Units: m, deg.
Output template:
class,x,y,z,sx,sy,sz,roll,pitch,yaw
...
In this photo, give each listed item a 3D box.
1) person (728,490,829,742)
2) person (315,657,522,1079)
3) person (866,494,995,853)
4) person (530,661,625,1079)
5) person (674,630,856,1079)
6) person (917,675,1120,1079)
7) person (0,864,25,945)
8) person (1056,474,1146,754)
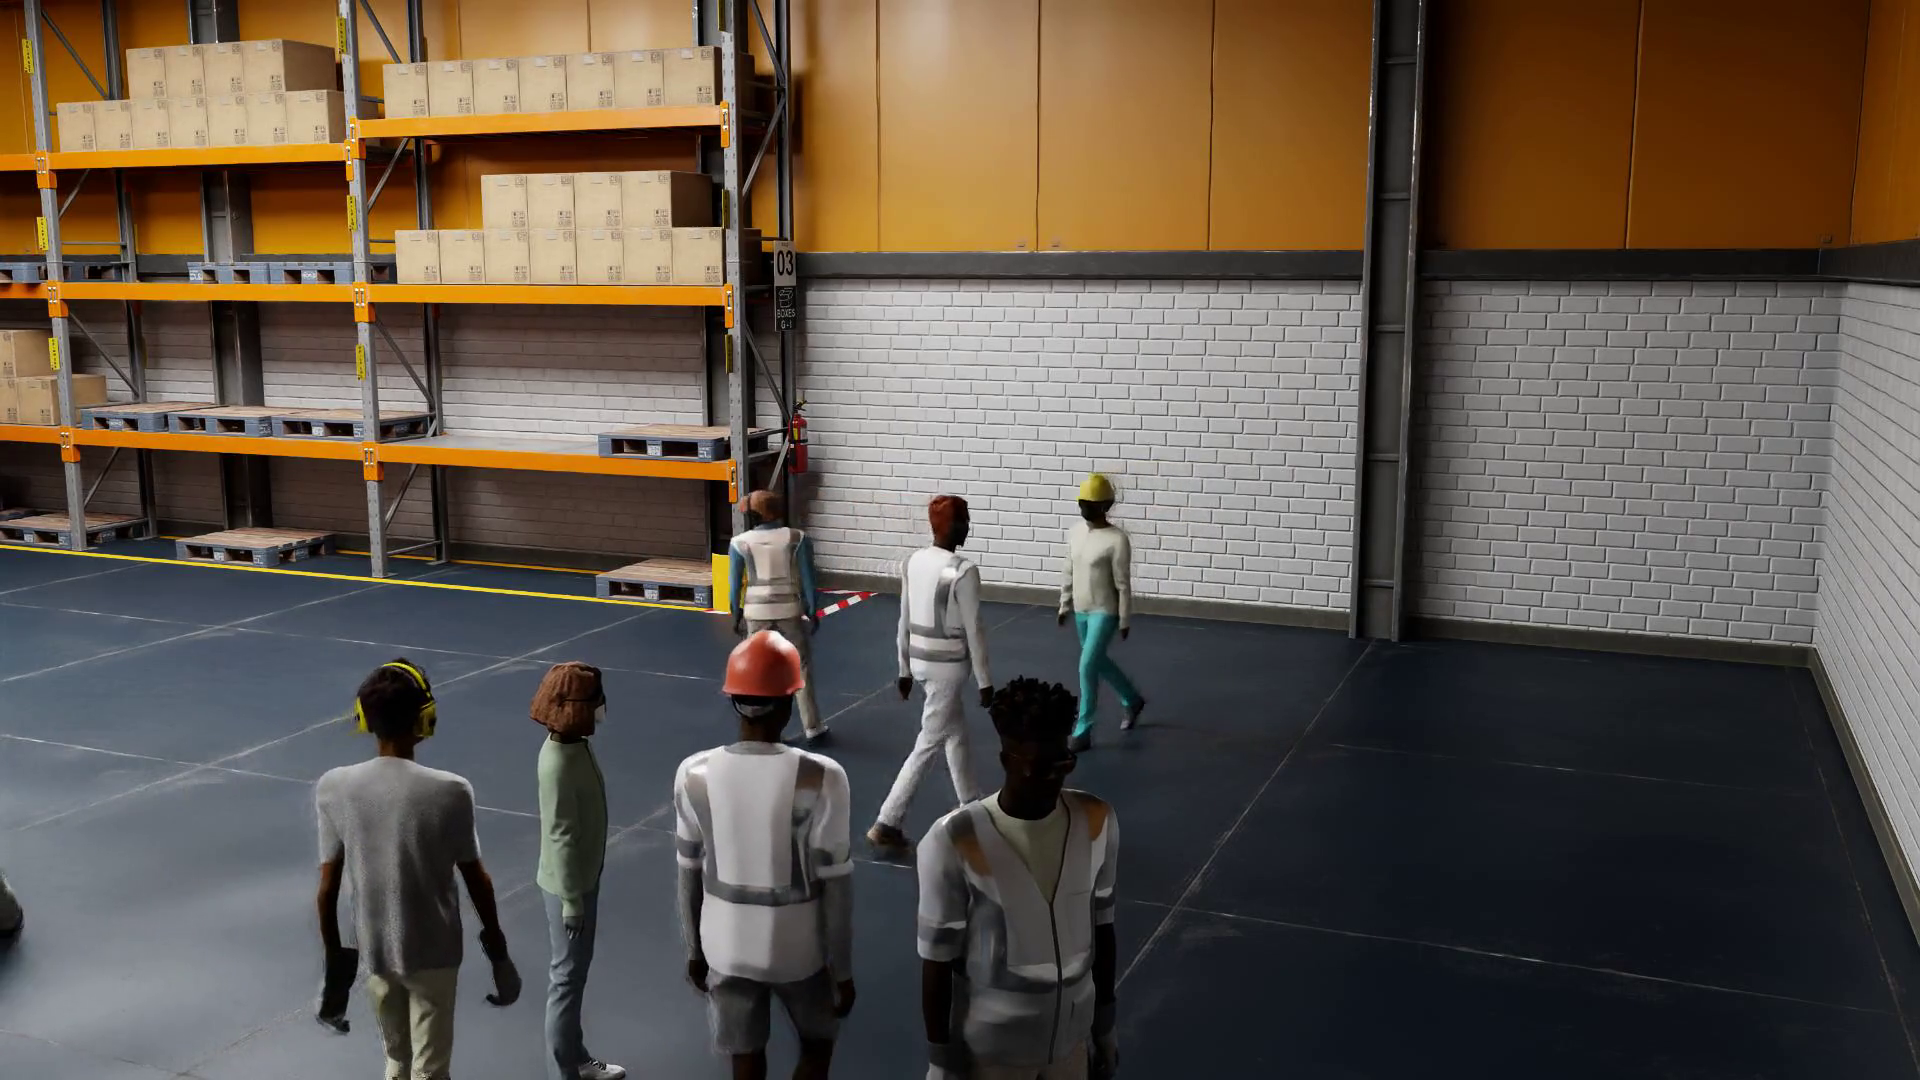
class,x,y,z,sx,sy,sz,roll,pitch,yaw
person,-1.172,0.486,10.493,0.573,1.605,0.405,-2,10,-11
person,-1.657,1.265,5.096,0.561,1.863,0.571,2,10,12
person,-0.127,0.678,8.650,0.972,1.845,0.584,-7,11,-35
person,-1.363,1.229,5.923,0.275,1.632,0.507,-1,9,-7
person,-0.581,1.225,5.071,0.570,1.923,0.401,1,9,9
person,0.169,1.311,4.463,0.607,1.958,0.378,-5,11,-29
person,-4.383,0.984,7.004,0.589,1.781,0.902,-2,9,-9
person,0.921,0.429,10.479,0.832,1.739,0.518,-7,12,-37
